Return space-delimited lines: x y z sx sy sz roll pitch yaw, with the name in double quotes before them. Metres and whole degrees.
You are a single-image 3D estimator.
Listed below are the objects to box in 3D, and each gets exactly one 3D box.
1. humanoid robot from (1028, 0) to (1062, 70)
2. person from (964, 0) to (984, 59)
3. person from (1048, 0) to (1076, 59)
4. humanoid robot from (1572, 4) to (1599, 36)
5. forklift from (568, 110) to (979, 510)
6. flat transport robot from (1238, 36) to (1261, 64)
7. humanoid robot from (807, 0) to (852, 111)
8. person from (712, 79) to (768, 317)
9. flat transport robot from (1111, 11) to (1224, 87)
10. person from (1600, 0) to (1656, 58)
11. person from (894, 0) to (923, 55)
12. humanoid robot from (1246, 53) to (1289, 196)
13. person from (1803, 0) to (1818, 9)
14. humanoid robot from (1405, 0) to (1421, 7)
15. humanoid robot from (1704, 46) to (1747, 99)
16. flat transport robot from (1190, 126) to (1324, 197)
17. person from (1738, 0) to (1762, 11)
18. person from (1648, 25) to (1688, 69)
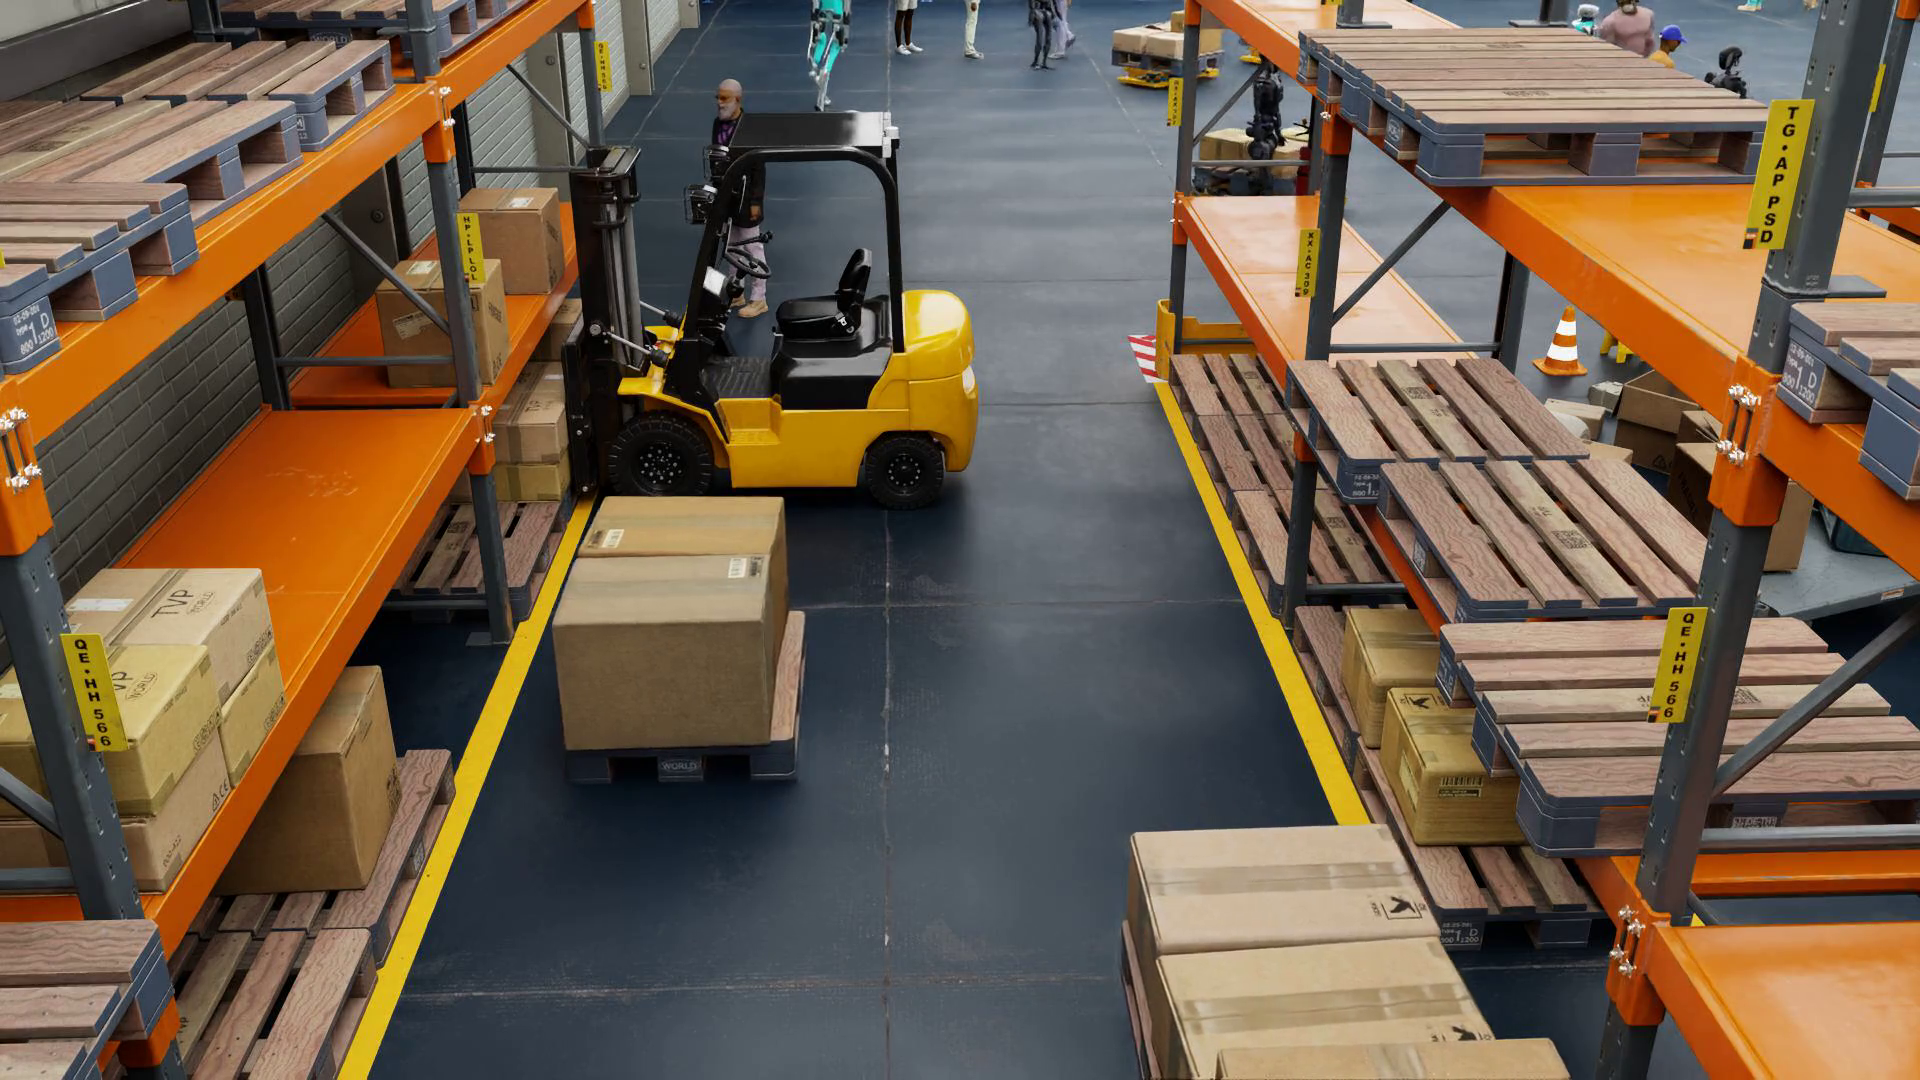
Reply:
"humanoid robot" 1.191 -7.534 23.613 0.612 1.655 0.318 -22 33 -38
"person" 0.220 -8.006 24.529 0.351 1.744 0.566 0 25 -1
"person" 1.505 -8.027 24.463 0.473 1.831 0.578 -14 29 -28
"humanoid robot" 6.943 -4.857 17.947 1.055 1.765 0.558 4 26 8
"forklift" -1.043 -1.379 9.976 2.313 2.155 1.214 -1 25 -2
"flat transport robot" 4.873 -7.156 24.458 1.431 0.231 0.659 -16 30 -30
"humanoid robot" -1.700 -6.234 20.881 0.565 1.860 0.865 7 26 15
"person" -1.757 -2.705 13.173 0.547 1.854 0.401 21 33 38
"flat transport robot" 2.880 -6.454 22.972 0.659 0.231 1.431 23 34 40
"person" 7.315 -5.058 18.127 0.693 1.883 0.608 -7 26 -15
"person" -0.803 -8.271 24.912 0.377 1.899 0.539 15 29 29
"humanoid robot" 2.915 -3.820 15.781 0.599 1.653 0.609 15 29 28
"person" 15.103 -10.271 29.190 0.535 1.862 0.819 20 32 36
"humanoid robot" 5.338 -5.808 19.948 0.312 1.652 0.608 19 31 35
"humanoid robot" 7.150 -3.863 15.847 0.634 1.640 0.589 -12 28 -23
"flat transport robot" 3.080 -3.502 16.720 1.431 0.231 0.659 16 30 30
"person" 14.037 -10.261 29.112 0.487 1.914 0.382 -21 32 -37
"person" 6.980 -4.271 16.658 0.369 1.712 0.448 -4 26 -8
